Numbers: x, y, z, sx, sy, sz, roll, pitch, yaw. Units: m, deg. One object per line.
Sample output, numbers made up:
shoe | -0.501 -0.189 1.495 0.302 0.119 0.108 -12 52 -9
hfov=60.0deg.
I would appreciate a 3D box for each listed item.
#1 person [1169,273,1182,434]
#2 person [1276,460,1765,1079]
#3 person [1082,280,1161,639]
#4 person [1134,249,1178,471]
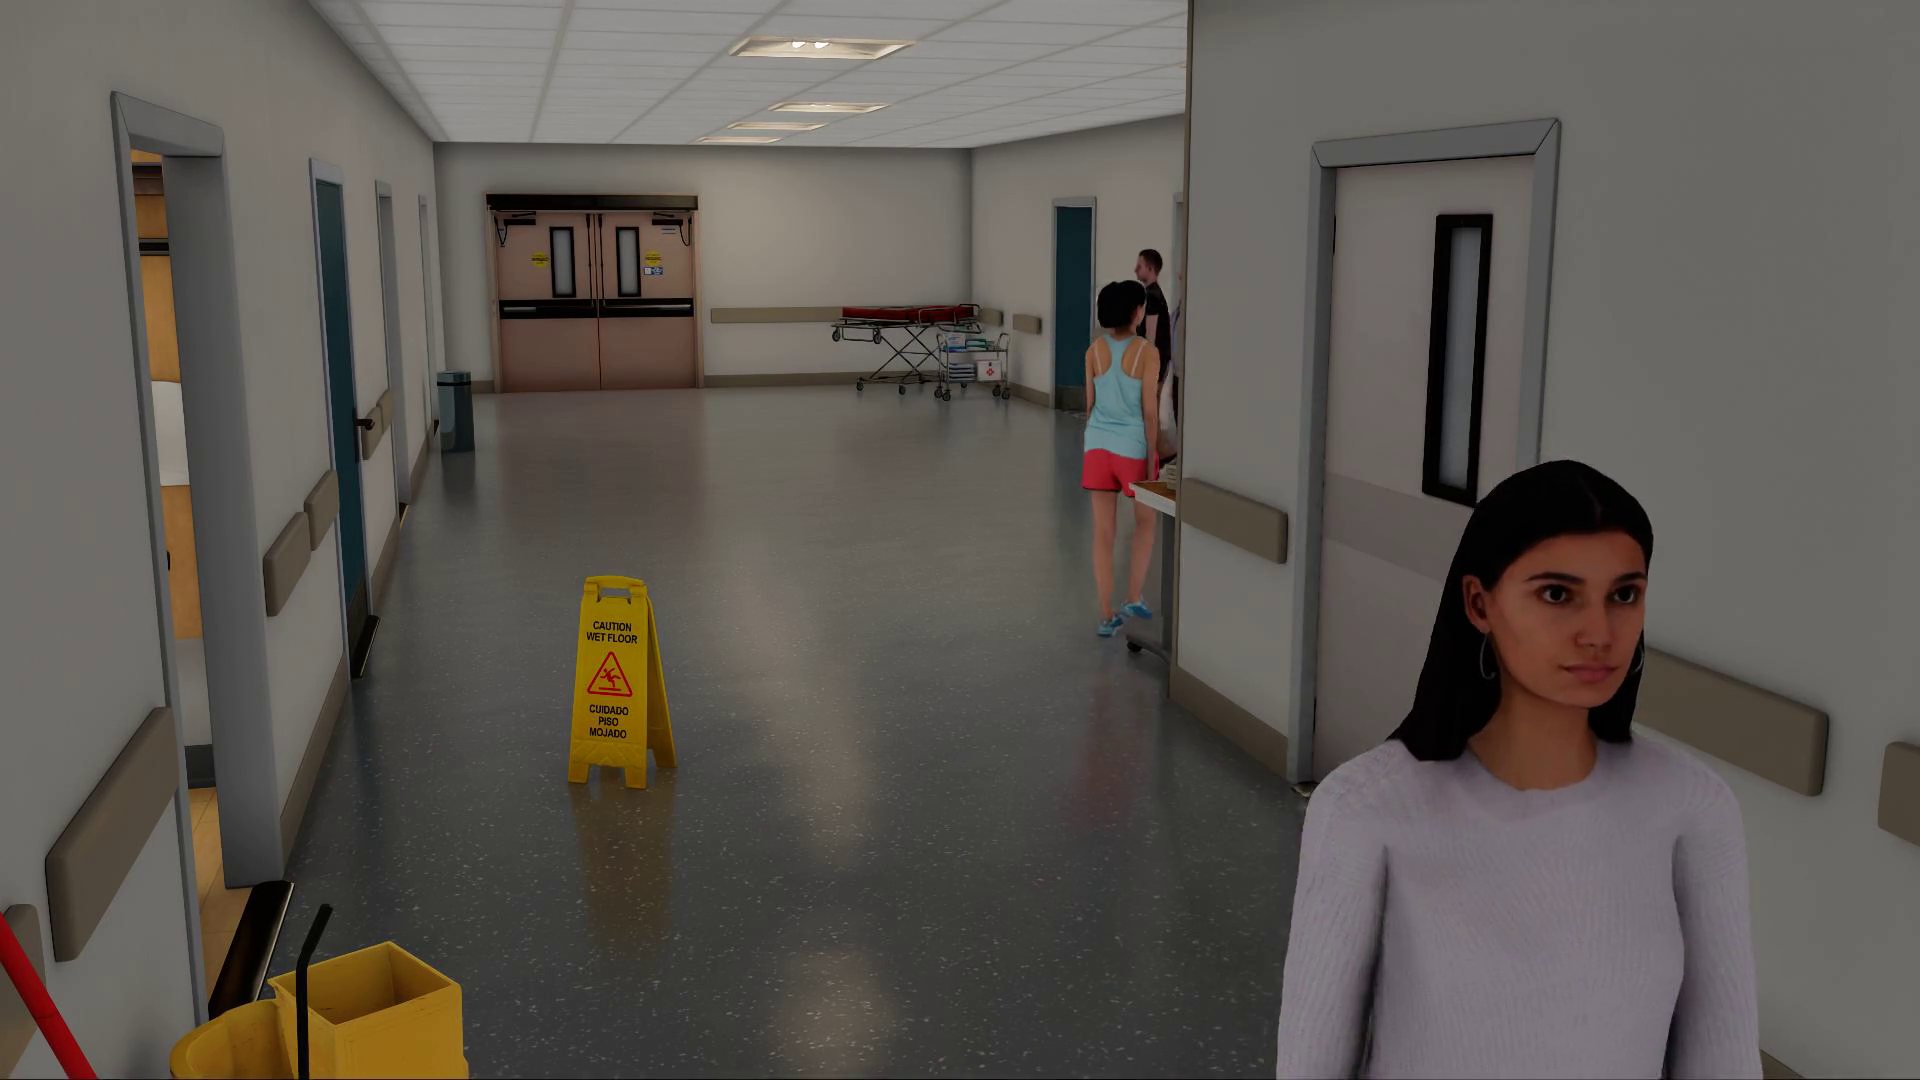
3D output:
person | 1.681 -1.126 11.895 0.743 1.830 0.492 -3 11 -16
person | 0.575 0.810 1.886 0.787 1.757 1.218 -1 11 -3
person | 0.755 -0.379 8.174 0.771 1.750 0.833 4 12 22
person | 1.605 -1.409 13.384 0.882 1.830 0.803 2 11 12
